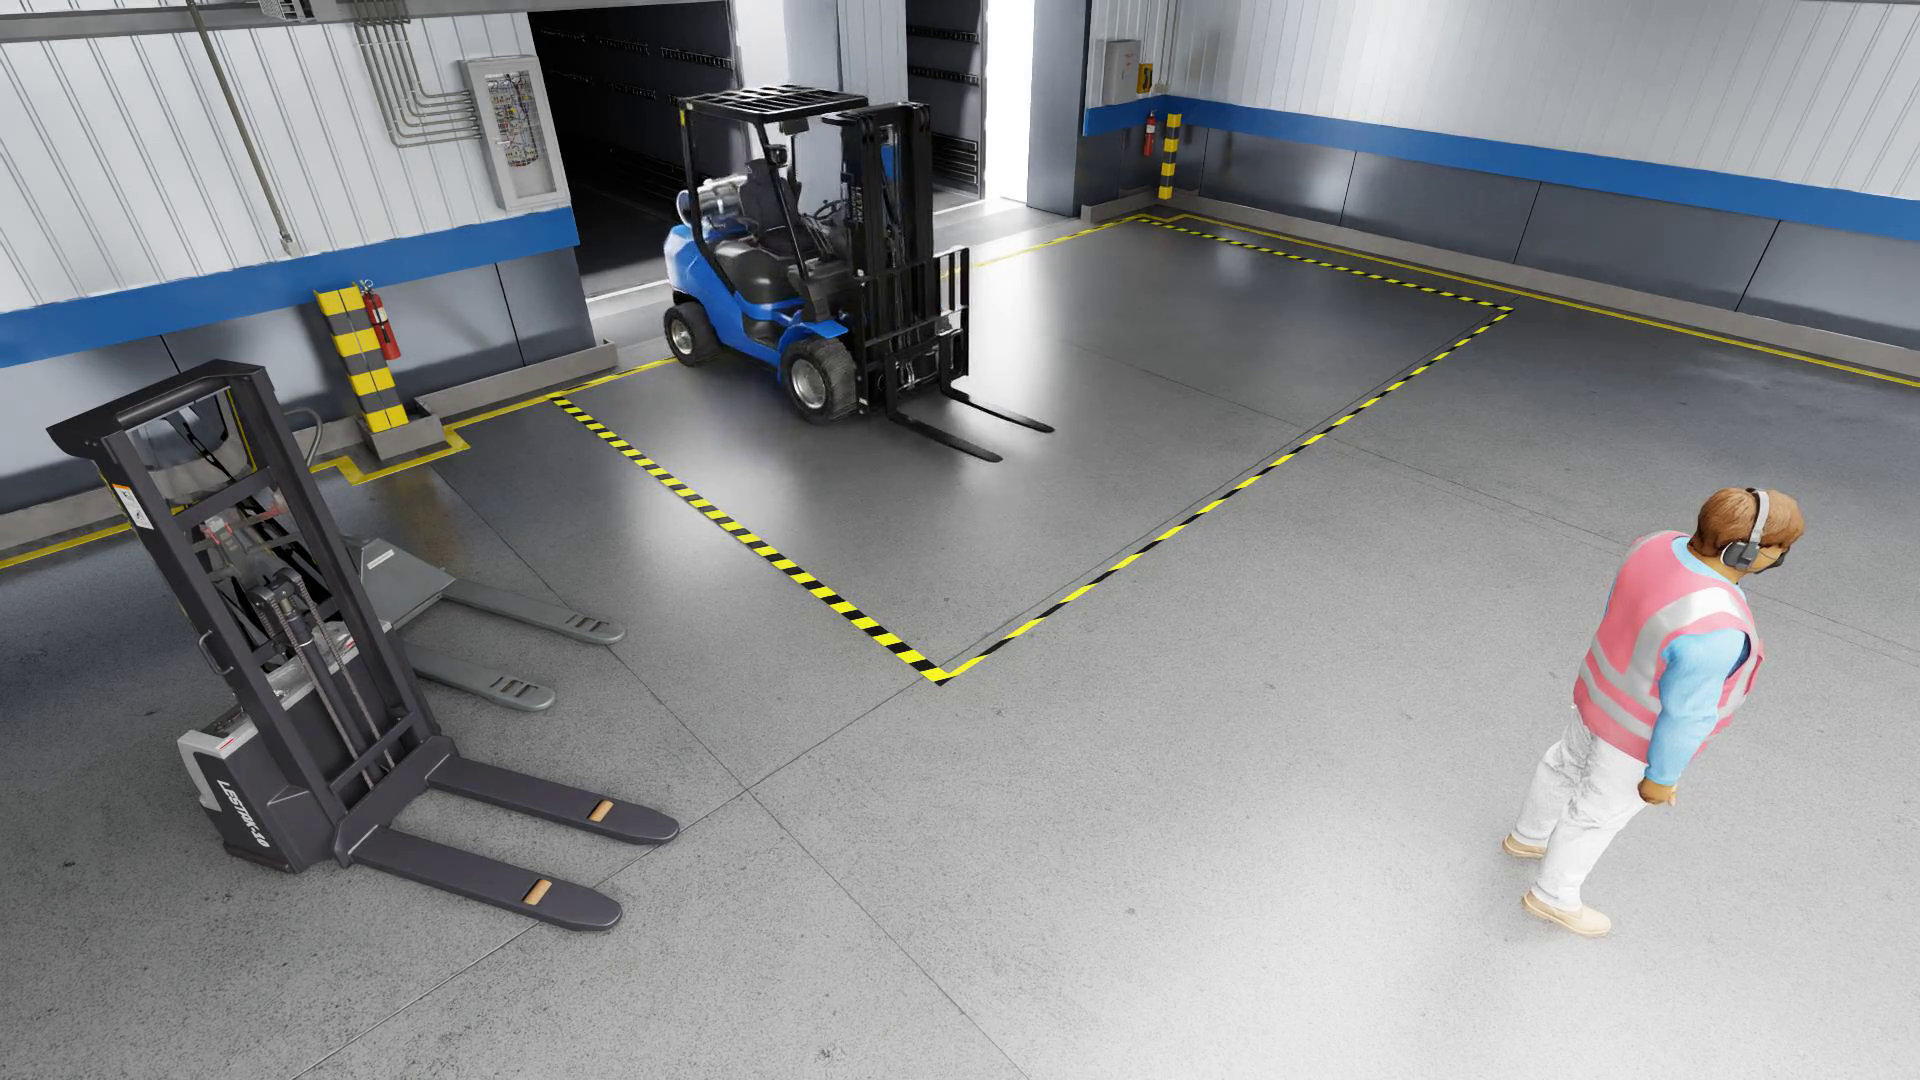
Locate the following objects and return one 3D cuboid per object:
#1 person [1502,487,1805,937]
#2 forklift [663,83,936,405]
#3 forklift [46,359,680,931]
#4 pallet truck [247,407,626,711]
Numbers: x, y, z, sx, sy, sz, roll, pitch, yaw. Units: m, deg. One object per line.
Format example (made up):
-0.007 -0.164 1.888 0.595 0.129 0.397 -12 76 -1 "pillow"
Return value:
2.365 0.624 3.196 0.429 1.842 0.626 8 35 12 "person"
-1.287 -2.414 7.204 2.680 2.036 1.157 27 43 34 "forklift"
-2.135 0.422 3.354 1.885 1.965 0.823 10 35 14 "forklift"
-2.628 0.038 4.590 1.601 1.201 0.680 12 36 18 "pallet truck"
